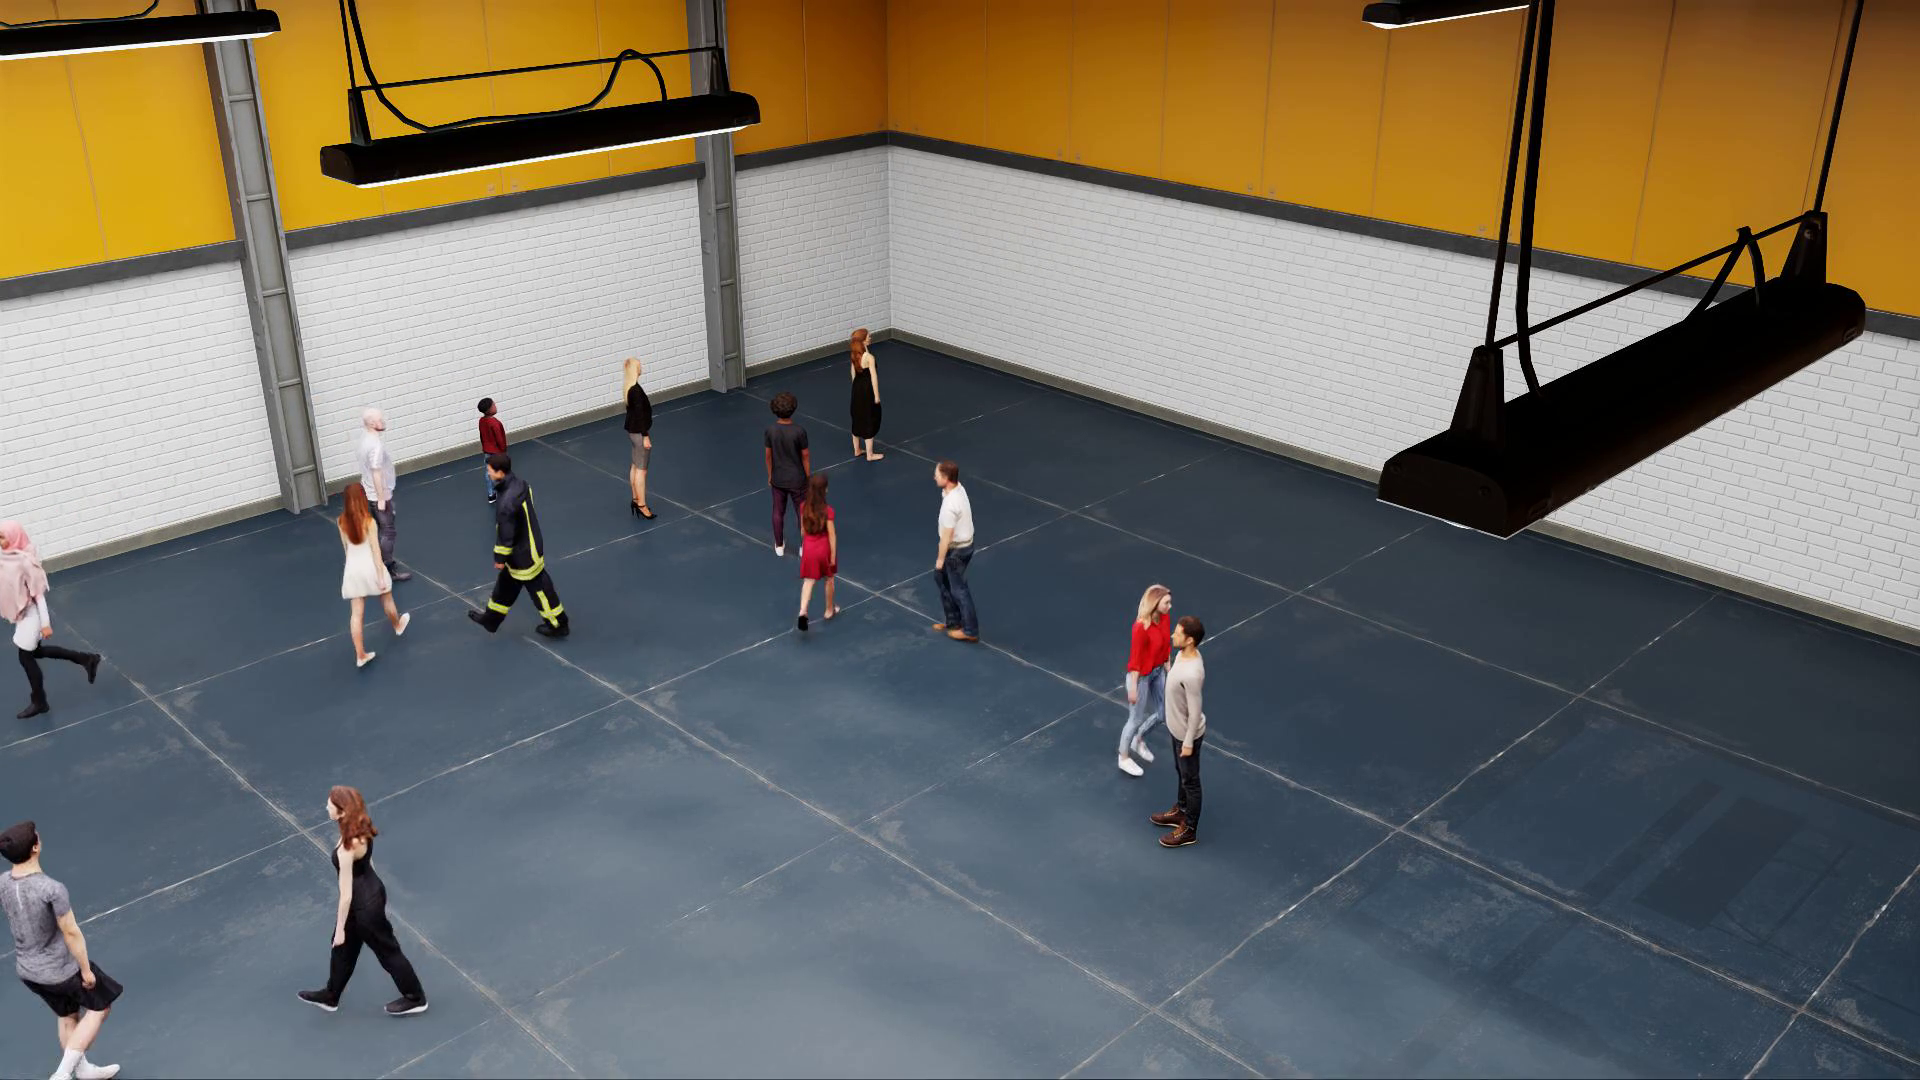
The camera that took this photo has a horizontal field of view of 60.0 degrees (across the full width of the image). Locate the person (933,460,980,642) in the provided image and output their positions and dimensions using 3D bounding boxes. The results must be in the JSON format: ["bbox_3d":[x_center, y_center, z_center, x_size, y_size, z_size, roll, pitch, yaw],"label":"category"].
[{"bbox_3d":[0.067,0.127,15.374,0.905,1.828,0.828,5,24,12],"label":"person"}]

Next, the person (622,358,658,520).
[{"bbox_3d":[-3.524,-1.119,18.206,0.651,1.842,0.679,-11,26,-23],"label":"person"}]

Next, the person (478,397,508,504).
[{"bbox_3d":[-5.240,-1.003,18.673,0.525,1.256,0.516,17,29,34],"label":"person"}]

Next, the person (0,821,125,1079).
[{"bbox_3d":[-5.415,2.554,9.786,0.884,1.857,0.957,10,26,22],"label":"person"}]

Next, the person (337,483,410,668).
[{"bbox_3d":[-5.450,0.346,15.083,1.004,1.660,1.160,4,24,10],"label":"person"}]

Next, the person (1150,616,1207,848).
[{"bbox_3d":[1.684,1.410,12.390,0.784,1.867,0.736,-2,24,-3],"label":"person"}]

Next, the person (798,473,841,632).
[{"bbox_3d":[-1.380,0.125,15.747,0.831,1.533,1.010,7,25,15],"label":"person"}]

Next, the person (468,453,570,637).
[{"bbox_3d":[-3.966,0.091,15.412,1.333,1.864,1.230,-1,24,-3],"label":"person"}]

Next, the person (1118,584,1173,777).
[{"bbox_3d":[1.451,1.090,13.346,0.700,1.688,0.541,20,31,39],"label":"person"}]

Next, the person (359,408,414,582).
[{"bbox_3d":[-5.889,-0.468,16.744,0.802,1.821,0.839,-16,28,-32],"label":"person"}]

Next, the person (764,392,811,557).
[{"bbox_3d":[-1.784,-0.686,17.287,0.719,1.784,0.768,2,24,4],"label":"person"}]

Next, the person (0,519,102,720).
[{"bbox_3d":[-7.870,0.643,14.250,0.693,1.783,1.041,18,29,35],"label":"person"}]

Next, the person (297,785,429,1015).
[{"bbox_3d":[-3.660,2.310,10.519,1.122,1.717,0.964,-5,24,-11],"label":"person"}]

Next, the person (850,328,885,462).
[{"bbox_3d":[-1.157,-1.758,19.941,0.549,1.624,0.559,-21,31,-39],"label":"person"}]
